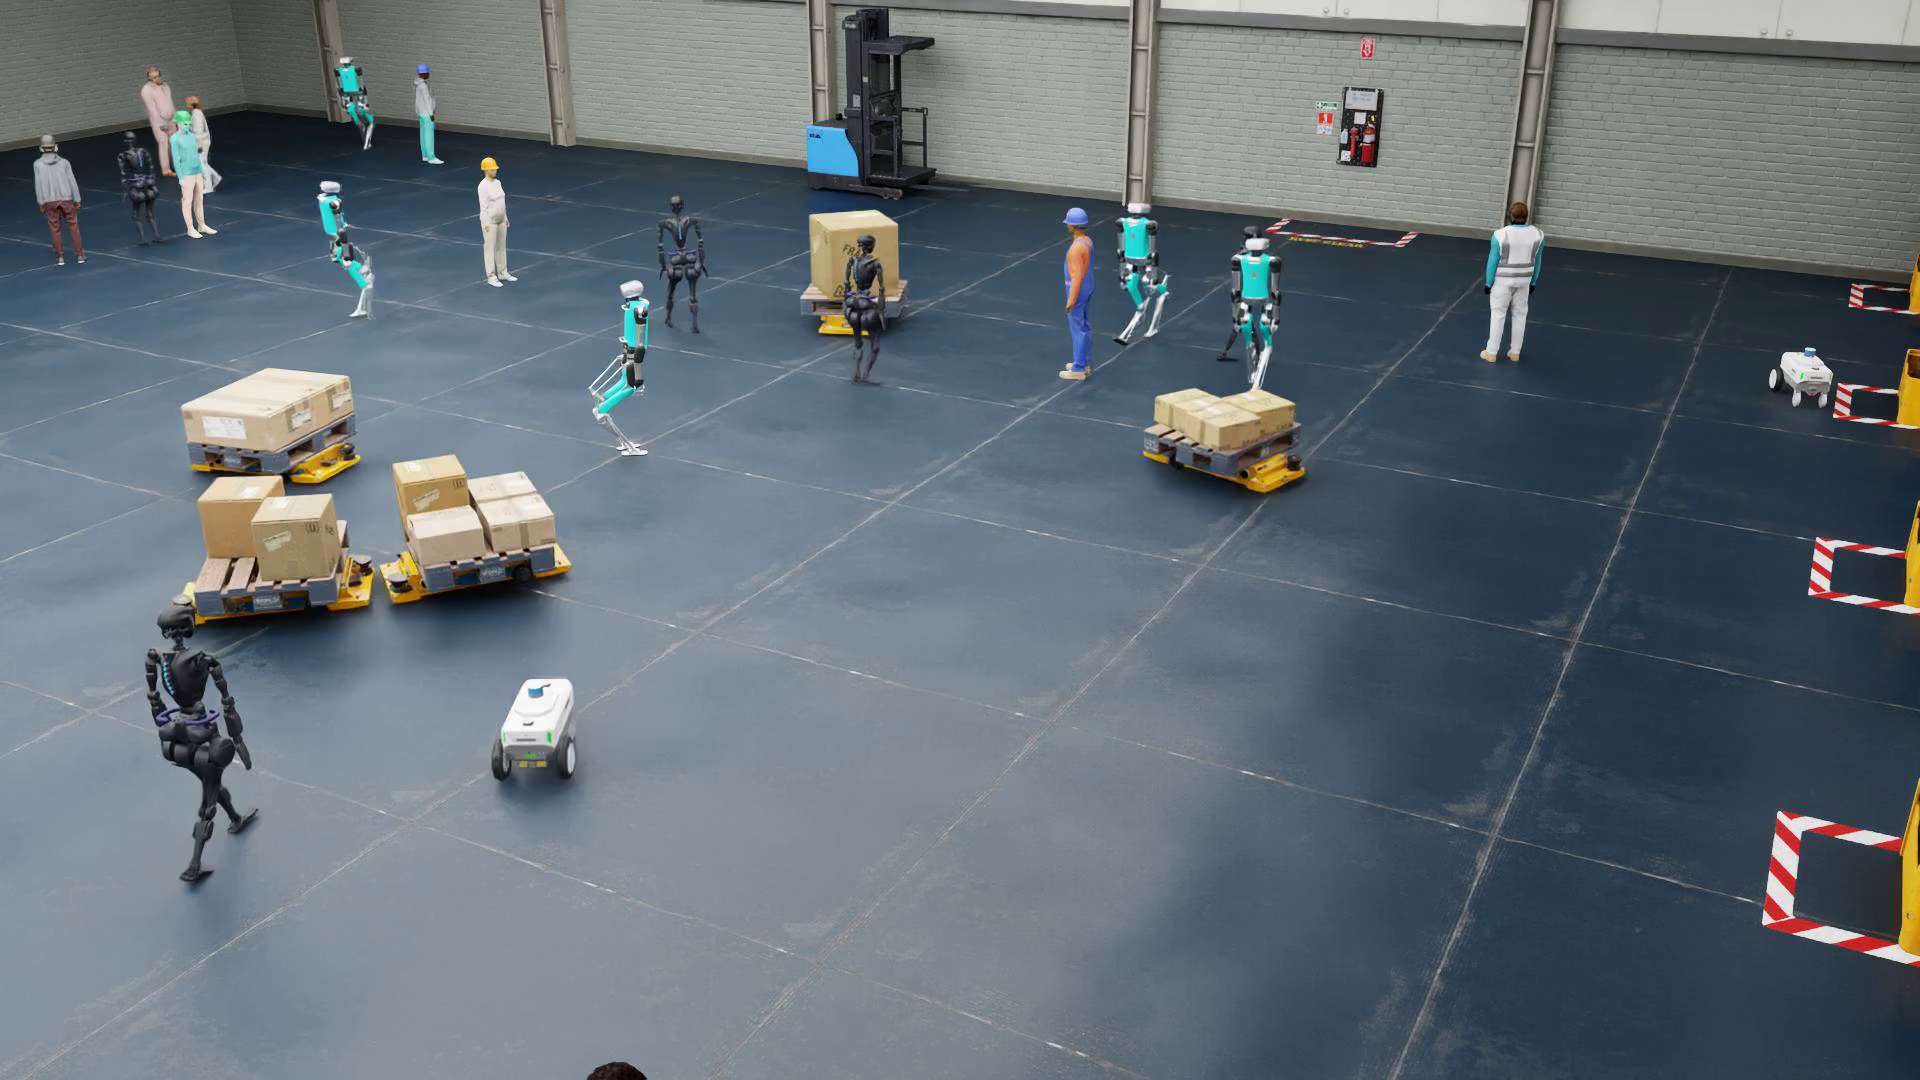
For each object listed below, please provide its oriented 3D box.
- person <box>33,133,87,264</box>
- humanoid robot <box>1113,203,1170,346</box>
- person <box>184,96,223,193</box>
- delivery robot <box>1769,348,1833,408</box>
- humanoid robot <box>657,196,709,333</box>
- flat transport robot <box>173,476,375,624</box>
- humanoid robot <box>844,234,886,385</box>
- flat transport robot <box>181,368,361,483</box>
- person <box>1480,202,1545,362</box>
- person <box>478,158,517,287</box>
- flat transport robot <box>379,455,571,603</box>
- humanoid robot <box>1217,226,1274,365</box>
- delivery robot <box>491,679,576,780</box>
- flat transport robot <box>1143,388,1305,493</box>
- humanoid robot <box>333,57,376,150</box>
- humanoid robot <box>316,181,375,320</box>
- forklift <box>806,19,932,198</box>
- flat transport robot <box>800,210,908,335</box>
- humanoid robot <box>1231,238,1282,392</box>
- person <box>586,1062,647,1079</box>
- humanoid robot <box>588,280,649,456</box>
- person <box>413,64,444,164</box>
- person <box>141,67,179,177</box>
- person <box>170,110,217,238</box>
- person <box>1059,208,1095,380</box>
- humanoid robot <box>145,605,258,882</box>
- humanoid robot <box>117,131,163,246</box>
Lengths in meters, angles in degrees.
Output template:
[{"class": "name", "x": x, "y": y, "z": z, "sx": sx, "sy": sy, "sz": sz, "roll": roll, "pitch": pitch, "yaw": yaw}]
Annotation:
[{"class": "person", "x": -12.657, "y": -4.784, "z": 23.356, "sx": 0.548, "sy": 1.806, "sz": 0.380, "roll": -12, "pitch": 26, "yaw": -25}, {"class": "humanoid robot", "x": 2.167, "y": -3.125, "z": 19.580, "sx": 0.557, "sy": 1.736, "sz": 1.044, "roll": 16, "pitch": 28, "yaw": 32}, {"class": "person", "x": -12.726, "y": -6.623, "z": 27.860, "sx": 0.382, "sy": 1.616, "sz": 0.549, "roll": -11, "pitch": 26, "yaw": -24}, {"class": "delivery robot", "x": 9.112, "y": -1.774, "z": 17.954, "sx": 0.499, "sy": 0.614, "sz": 0.791, "roll": 4, "pitch": 23, "yaw": 8}, {"class": "humanoid robot", "x": -3.378, "y": -3.364, "z": 20.213, "sx": 0.610, "sy": 1.638, "sz": 0.464, "roll": -8, "pitch": 24, "yaw": -18}, {"class": "flat transport robot", "x": -5.437, "y": 0.399, "z": 13.233, "sx": 1.431, "sy": 0.231, "sz": 0.659, "roll": -6, "pitch": 24, "yaw": -13}, {"class": "humanoid robot", "x": -1.083, "y": -2.528, "z": 18.282, "sx": 0.611, "sy": 1.649, "sz": 0.446, "roll": 18, "pitch": 29, "yaw": 36}, {"class": "flat transport robot", "x": -6.587, "y": -0.799, "z": 16.023, "sx": 1.431, "sy": 0.231, "sz": 0.659, "roll": 7, "pitch": 24, "yaw": 15}, {"class": "person", "x": 6.300, "y": -2.948, "z": 19.036, "sx": 0.626, "sy": 1.844, "sz": 0.429, "roll": -2, "pitch": 23, "yaw": -4}, {"class": "person", "x": -6.242, "y": -4.266, "z": 22.284, "sx": 0.315, "sy": 1.697, "sz": 0.466, "roll": 8, "pitch": 25, "yaw": 19}, {"class": "flat transport robot", "x": -3.976, "y": 0.212, "z": 13.669, "sx": 1.431, "sy": 0.231, "sz": 0.659, "roll": -11, "pitch": 26, "yaw": -24}, {"class": "humanoid robot", "x": 3.293, "y": -2.777, "z": 18.885, "sx": 0.697, "sy": 1.625, "sz": 0.624, "roll": 10, "pitch": 25, "yaw": 22}, {"class": "delivery robot", "x": -2.773, "y": 1.228, "z": 10.942, "sx": 0.499, "sy": 0.594, "sz": 0.769, "roll": 0, "pitch": 23, "yaw": -1}, {"class": "flat transport robot", "x": 2.528, "y": -0.789, "z": 16.000, "sx": 1.431, "sy": 0.231, "sz": 0.659, "roll": 21, "pitch": 31, "yaw": 40}, {"class": "humanoid robot", "x": -11.445, "y": -8.250, "z": 31.661, "sx": 0.551, "sy": 1.910, "sz": 0.740, "roll": 1, "pitch": 23, "yaw": 2}, {"class": "humanoid robot", "x": -7.509, "y": -3.534, "z": 20.668, "sx": 0.717, "sy": 1.890, "sz": 0.545, "roll": -18, "pitch": 29, "yaw": -36}, {"class": "forklift", "x": -1.573, "y": -7.292, "z": 27.850, "sx": 1.873, "sy": 2.768, "sz": 1.129, "roll": 12, "pitch": 26, "yaw": 25}, {"class": "flat transport robot", "x": -1.300, "y": -2.836, "z": 20.764, "sx": 0.659, "sy": 0.231, "sz": 1.431, "roll": 2, "pitch": 23, "yaw": 5}, {"class": "humanoid robot", "x": 3.232, "y": -2.407, "z": 18.011, "sx": 0.552, "sy": 1.873, "sz": 0.850, "roll": 8, "pitch": 25, "yaw": 18}, {"class": "person", "x": -1.177, "y": 2.645, "z": 5.917, "sx": 0.392, "sy": 1.919, "sz": 0.592, "roll": -3, "pitch": 23, "yaw": -7}, {"class": "humanoid robot", "x": -3.296, "y": -1.621, "z": 15.903, "sx": 0.735, "sy": 1.681, "sz": 0.533, "roll": -8, "pitch": 25, "yaw": -19}, {"class": "person", "x": -9.740, "y": -7.780, "z": 30.366, "sx": 0.357, "sy": 1.776, "sz": 0.544, "roll": -15, "pitch": 27, "yaw": -31}, {"class": "person", "x": -13.963, "y": -7.342, "z": 29.214, "sx": 0.412, "sy": 1.895, "sz": 0.658, "roll": 6, "pitch": 24, "yaw": 14}, {"class": "person", "x": -11.511, "y": -5.480, "z": 24.897, "sx": 0.362, "sy": 1.867, "sz": 0.516, "roll": 7, "pitch": 24, "yaw": 17}, {"class": "person", "x": 1.299, "y": -2.732, "z": 18.447, "sx": 0.372, "sy": 1.906, "sz": 0.529, "roll": 8, "pitch": 25, "yaw": 19}, {"class": "humanoid robot", "x": -4.478, "y": 1.145, "z": 9.778, "sx": 0.611, "sy": 1.622, "sz": 0.815, "roll": 6, "pitch": 24, "yaw": 13}, {"class": "humanoid robot", "x": -12.012, "y": -5.158, "z": 24.375, "sx": 0.327, "sy": 1.648, "sz": 0.589, "roll": 12, "pitch": 26, "yaw": 26}]
